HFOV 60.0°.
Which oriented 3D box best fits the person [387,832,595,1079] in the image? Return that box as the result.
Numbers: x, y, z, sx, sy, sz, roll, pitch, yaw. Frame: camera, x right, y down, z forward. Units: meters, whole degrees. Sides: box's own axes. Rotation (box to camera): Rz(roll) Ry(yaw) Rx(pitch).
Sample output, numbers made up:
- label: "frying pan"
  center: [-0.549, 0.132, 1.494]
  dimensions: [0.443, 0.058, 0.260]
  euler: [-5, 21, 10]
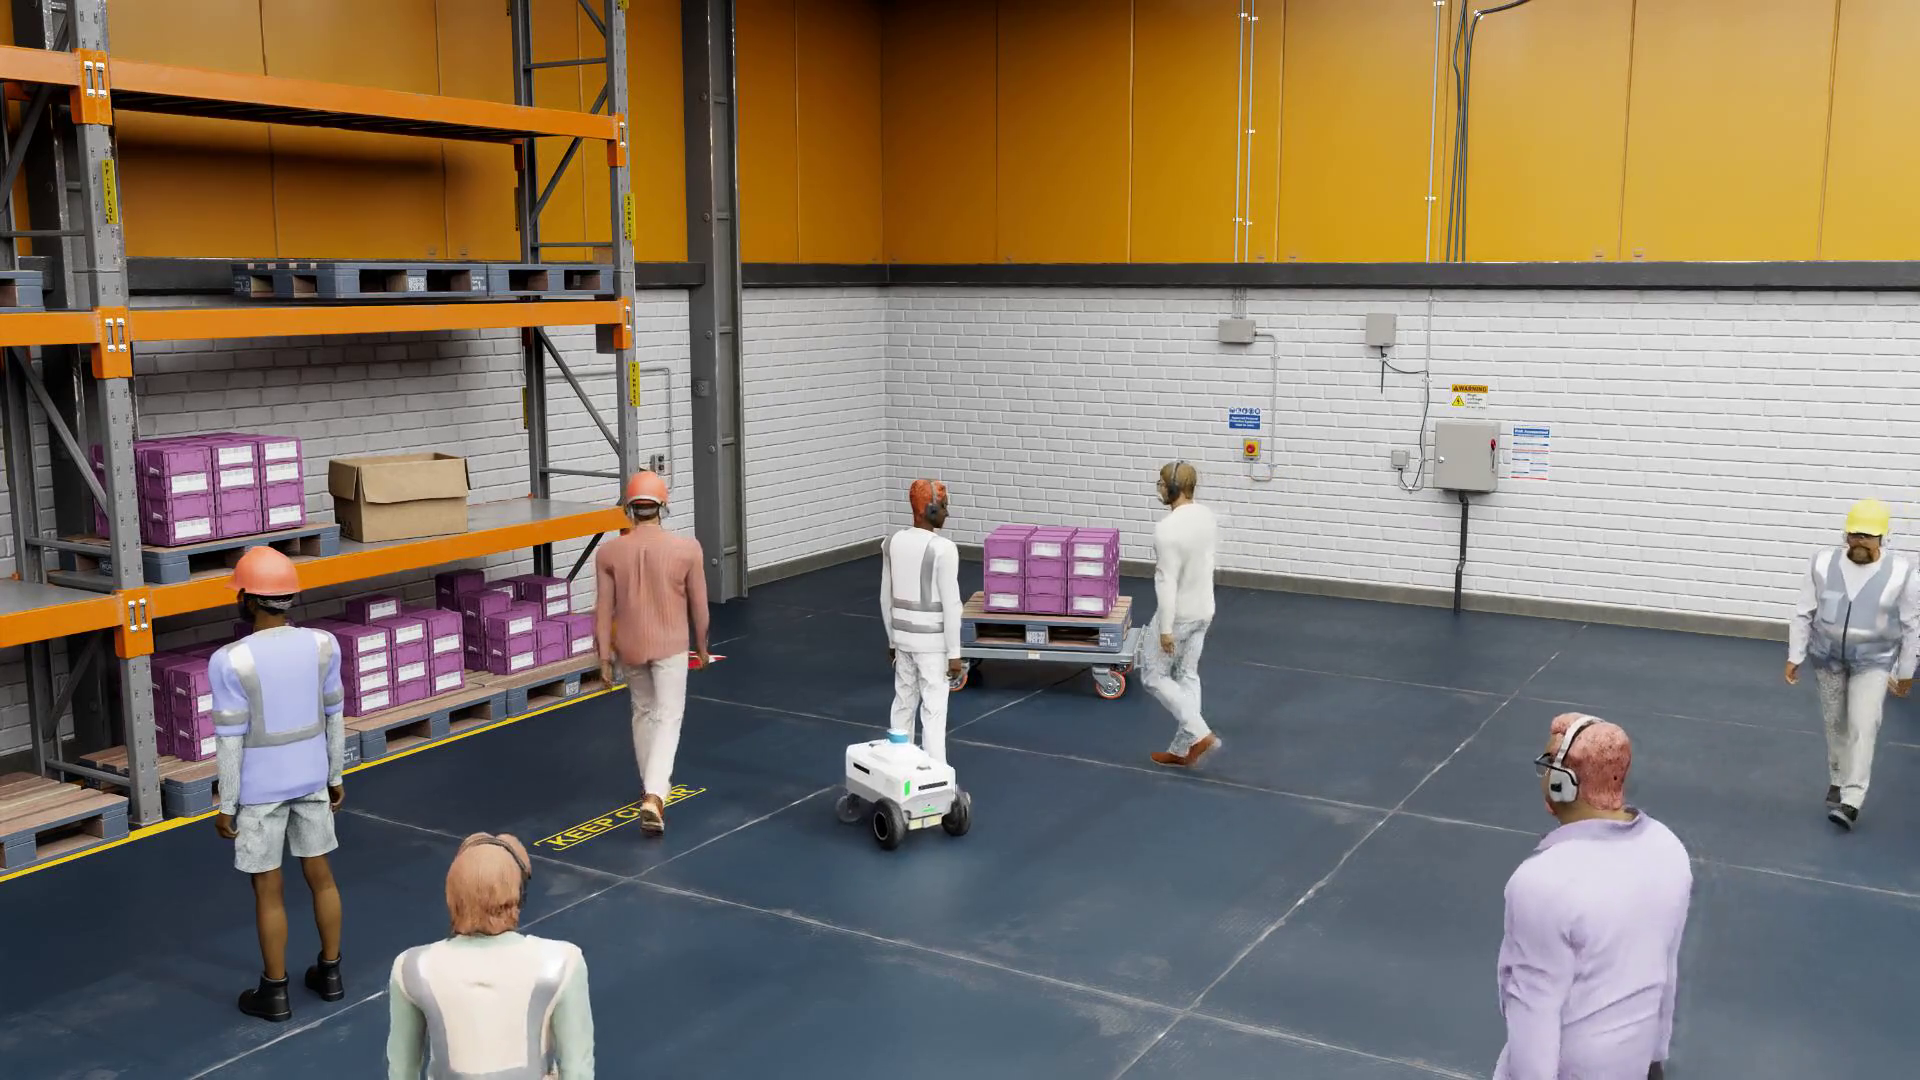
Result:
- label: "person"
  center: [-1.219, 1.535, 4.389]
  dimensions: [0.541, 1.591, 0.831]
  euler: [-1, 9, -8]

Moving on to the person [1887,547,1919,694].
- label: "person"
  center: [6.912, 0.281, 11.643]
  dimensions: [0.634, 1.797, 0.916]
  euler: [-1, 9, -4]

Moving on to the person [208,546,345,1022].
- label: "person"
  center: [-2.776, 0.984, 6.784]
  dimensions: [0.340, 1.942, 0.552]
  euler: [7, 12, 39]

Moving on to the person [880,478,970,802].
- label: "person"
  center: [-0.207, 0.591, 9.419]
  dimensions: [0.574, 1.885, 0.358]
  euler: [9, 13, 44]

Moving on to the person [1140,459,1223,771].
- label: "person"
  center: [1.358, 0.472, 10.064]
  dimensions: [0.480, 1.925, 0.629]
  euler: [7, 11, 37]

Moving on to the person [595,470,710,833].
- label: "person"
  center: [-1.710, 0.600, 9.150]
  dimensions: [0.601, 1.961, 0.944]
  euler: [1, 9, 5]

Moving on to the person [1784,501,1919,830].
- label: "person"
  center: [4.896, 0.676, 9.183]
  dimensions: [0.604, 1.787, 0.907]
  euler: [8, 12, 42]

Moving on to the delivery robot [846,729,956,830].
- label: "delivery robot"
  center: [-0.330, 1.271, 9.018]
  dimensions: [0.477, 0.478, 0.707]
  euler: [-6, 11, -32]

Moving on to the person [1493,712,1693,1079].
- label: "person"
  center: [1.699, 1.398, 4.413]
  dimensions: [0.651, 1.883, 0.814]
  euler: [-6, 11, -33]
